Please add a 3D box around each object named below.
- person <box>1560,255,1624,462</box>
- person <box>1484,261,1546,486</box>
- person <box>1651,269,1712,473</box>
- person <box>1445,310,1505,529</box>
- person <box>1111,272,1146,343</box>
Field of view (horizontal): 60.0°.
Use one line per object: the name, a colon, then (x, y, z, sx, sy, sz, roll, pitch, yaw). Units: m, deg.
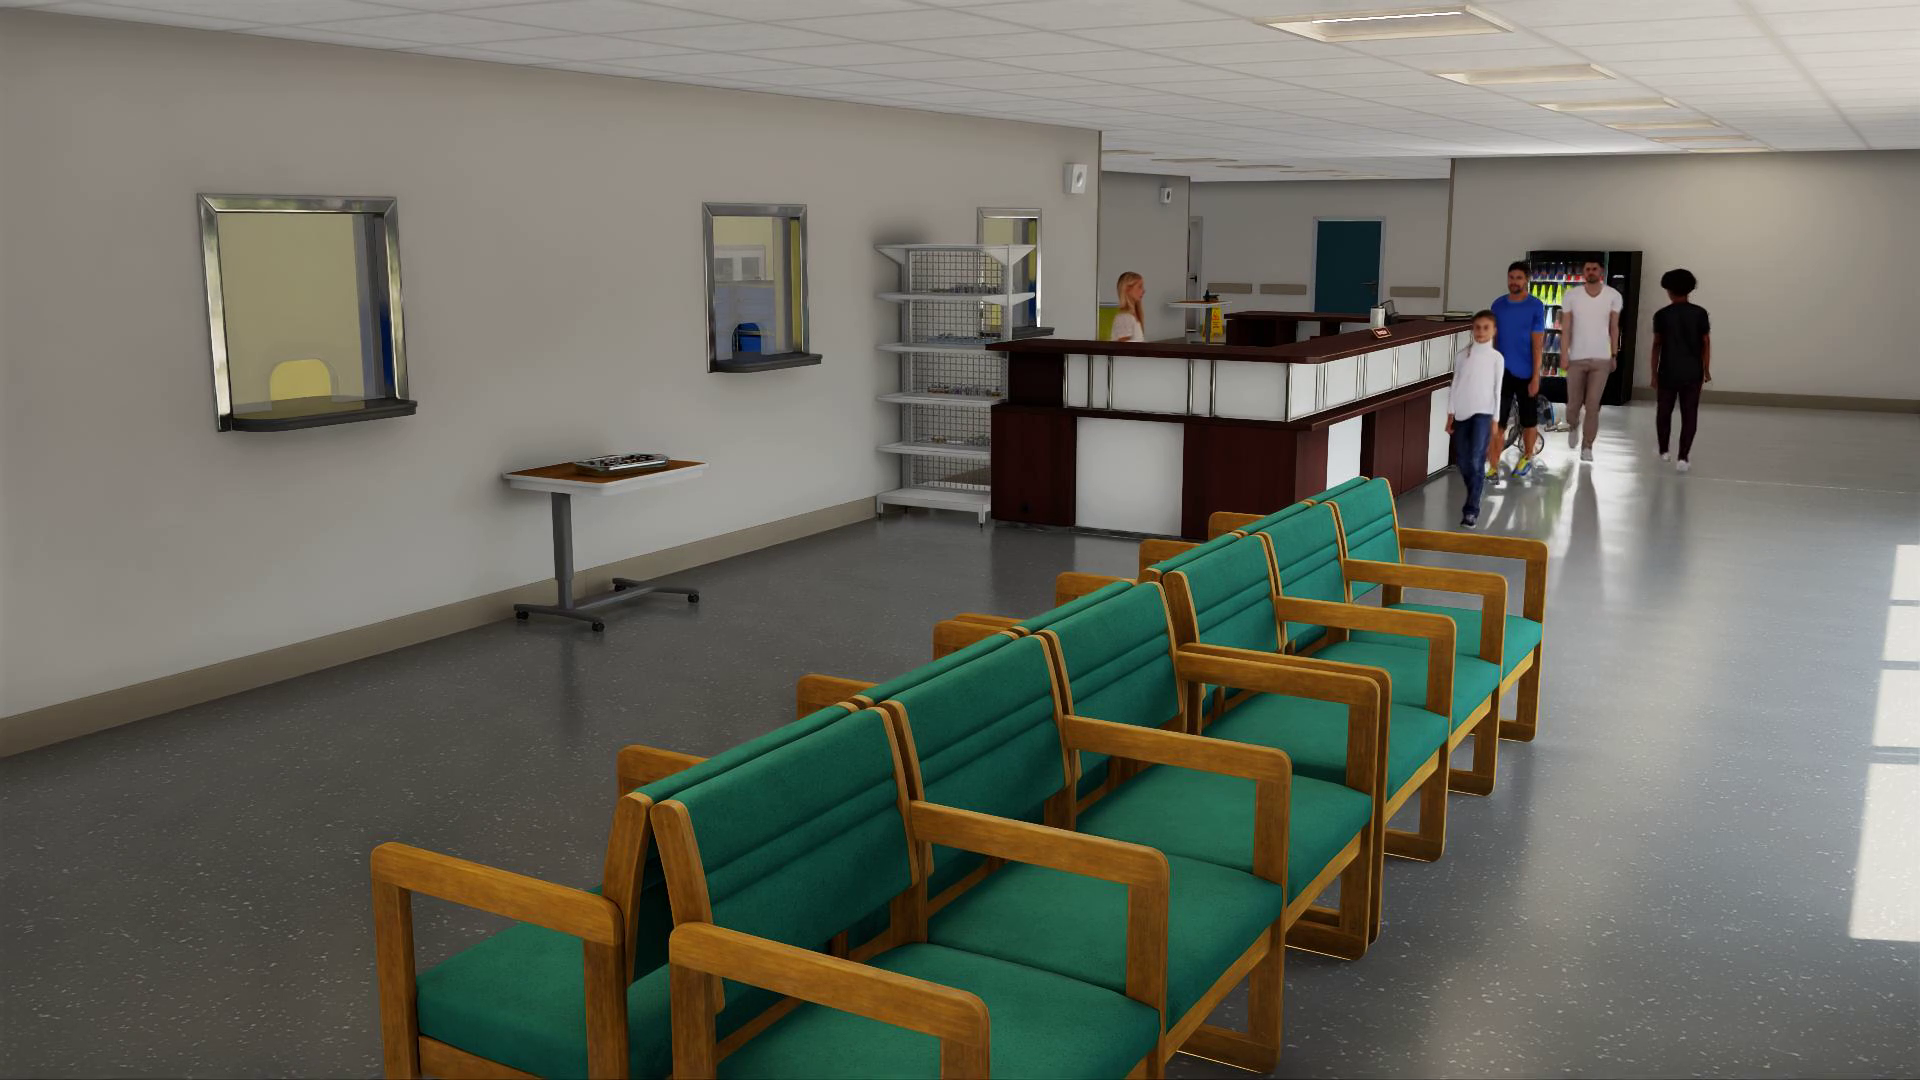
person: (5.776, -1.667, 15.286, 0.989, 1.871, 0.888, 3, 11, 15)
person: (4.622, -1.341, 13.742, 1.222, 1.805, 0.702, 7, 13, 33)
person: (6.301, -1.464, 14.552, 0.958, 1.745, 0.830, 5, 12, 24)
person: (3.746, -0.881, 12.065, 1.012, 1.526, 0.593, 7, 13, 33)
person: (1.205, -1.111, 12.541, 0.644, 1.802, 0.660, 2, 11, 11)
